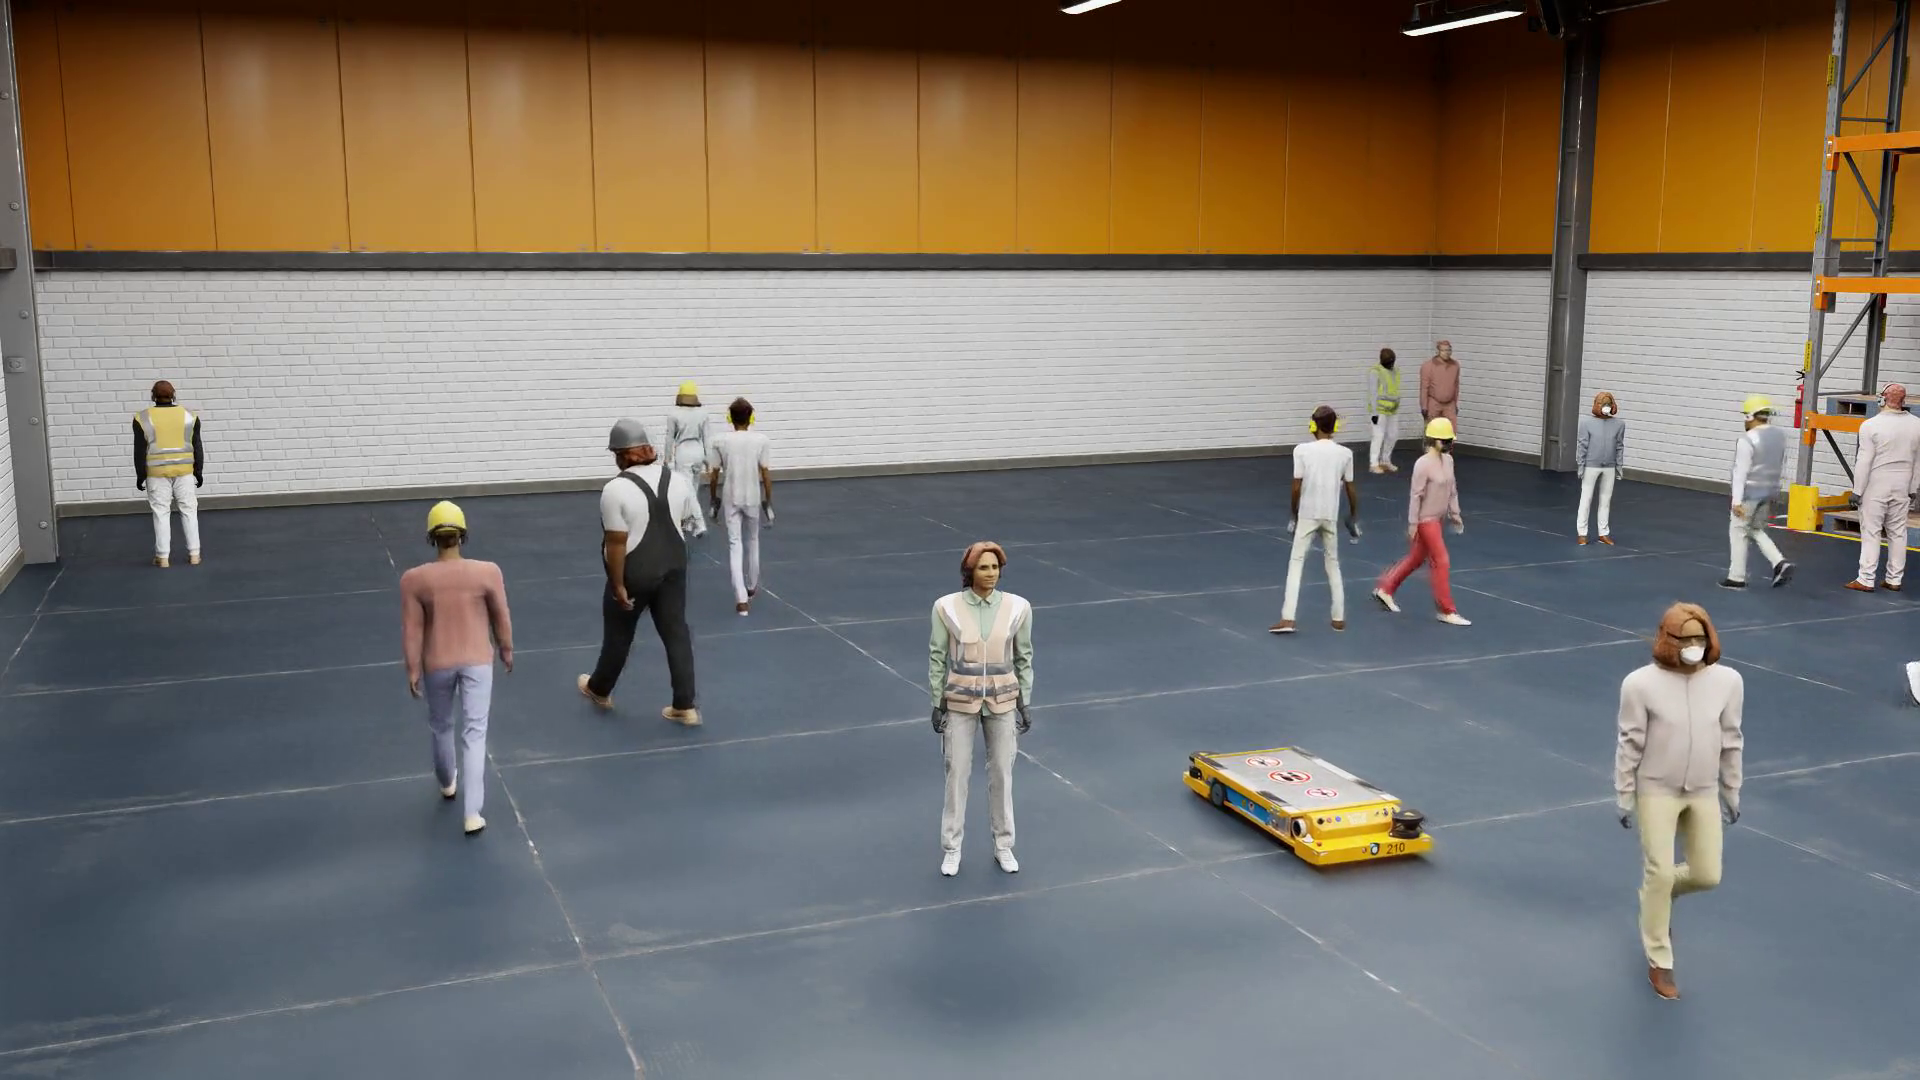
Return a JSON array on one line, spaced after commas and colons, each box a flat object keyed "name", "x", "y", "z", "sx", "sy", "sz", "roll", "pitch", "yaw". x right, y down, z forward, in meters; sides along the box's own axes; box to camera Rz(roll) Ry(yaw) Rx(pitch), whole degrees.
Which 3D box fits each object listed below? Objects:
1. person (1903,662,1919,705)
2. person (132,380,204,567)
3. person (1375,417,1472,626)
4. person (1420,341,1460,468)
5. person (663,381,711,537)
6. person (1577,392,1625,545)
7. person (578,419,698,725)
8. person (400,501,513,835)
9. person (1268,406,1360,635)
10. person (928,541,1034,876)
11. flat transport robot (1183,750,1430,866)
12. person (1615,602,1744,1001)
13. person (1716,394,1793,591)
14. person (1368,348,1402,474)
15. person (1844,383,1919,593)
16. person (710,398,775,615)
[{"name": "person", "x": 6.729, "y": 0.237, "z": 10.849, "sx": 0.811, "sy": 1.904, "sz": 0.596, "roll": 9, "pitch": 13, "yaw": 42}, {"name": "person", "x": -7.805, "y": -0.656, "z": 16.417, "sx": 0.636, "sy": 1.842, "sz": 0.429, "roll": -7, "pitch": 12, "yaw": -36}, {"name": "person", "x": 3.887, "y": -0.185, "z": 13.921, "sx": 0.897, "sy": 1.720, "sz": 0.514, "roll": 8, "pitch": 12, "yaw": 41}, {"name": "person", "x": 7.027, "y": -1.983, "z": 24.398, "sx": 0.653, "sy": 1.870, "sz": 0.596, "roll": -2, "pitch": 10, "yaw": -15}, {"name": "person", "x": -2.972, "y": -0.899, "z": 18.313, "sx": 0.488, "sy": 1.703, "sz": 0.862, "roll": -7, "pitch": 12, "yaw": -35}, {"name": "person", "x": 6.795, "y": -0.756, "z": 17.656, "sx": 0.502, "sy": 1.633, "sz": 0.280, "roll": 0, "pitch": 9, "yaw": -3}, {"name": "person", "x": -2.102, "y": 0.159, "z": 10.877, "sx": 0.683, "sy": 2.000, "sz": 1.049, "roll": -9, "pitch": 13, "yaw": -44}, {"name": "person", "x": -2.675, "y": 0.651, "z": 8.886, "sx": 0.543, "sy": 1.720, "sz": 0.917, "roll": -2, "pitch": 10, "yaw": -11}, {"name": "person", "x": 2.862, "y": -0.143, "z": 13.365, "sx": 0.755, "sy": 1.834, "sz": 0.531, "roll": -2, "pitch": 10, "yaw": -10}, {"name": "person", "x": 0.102, "y": 0.814, "z": 8.106, "sx": 0.516, "sy": 1.645, "sz": 0.308, "roll": -1, "pitch": 9, "yaw": -6}, {"name": "flat transport robot", "x": 1.807, "y": 1.375, "z": 8.861, "sx": 0.652, "sy": 0.197, "sz": 1.431, "roll": -3, "pitch": 10, "yaw": -19}, {"name": "person", "x": 2.930, "y": 1.034, "z": 6.846, "sx": 0.512, "sy": 1.614, "sz": 0.503, "roll": 0, "pitch": 9, "yaw": 0}, {"name": "person", "x": 7.233, "y": -0.414, "z": 15.051, "sx": 0.609, "sy": 1.808, "sz": 0.541, "roll": -5, "pitch": 10, "yaw": -26}, {"name": "person", "x": 6.026, "y": -1.832, "z": 23.669, "sx": 0.651, "sy": 1.804, "sz": 0.470, "roll": -7, "pitch": 11, "yaw": -35}, {"name": "person", "x": 8.387, "y": -0.472, "z": 15.109, "sx": 0.651, "sy": 1.907, "sz": 0.409, "roll": -2, "pitch": 9, "yaw": -9}, {"name": "person", "x": -1.894, "y": -0.315, "z": 14.401, "sx": 0.555, "sy": 1.822, "sz": 0.941, "roll": -1, "pitch": 9, "yaw": -8}]
